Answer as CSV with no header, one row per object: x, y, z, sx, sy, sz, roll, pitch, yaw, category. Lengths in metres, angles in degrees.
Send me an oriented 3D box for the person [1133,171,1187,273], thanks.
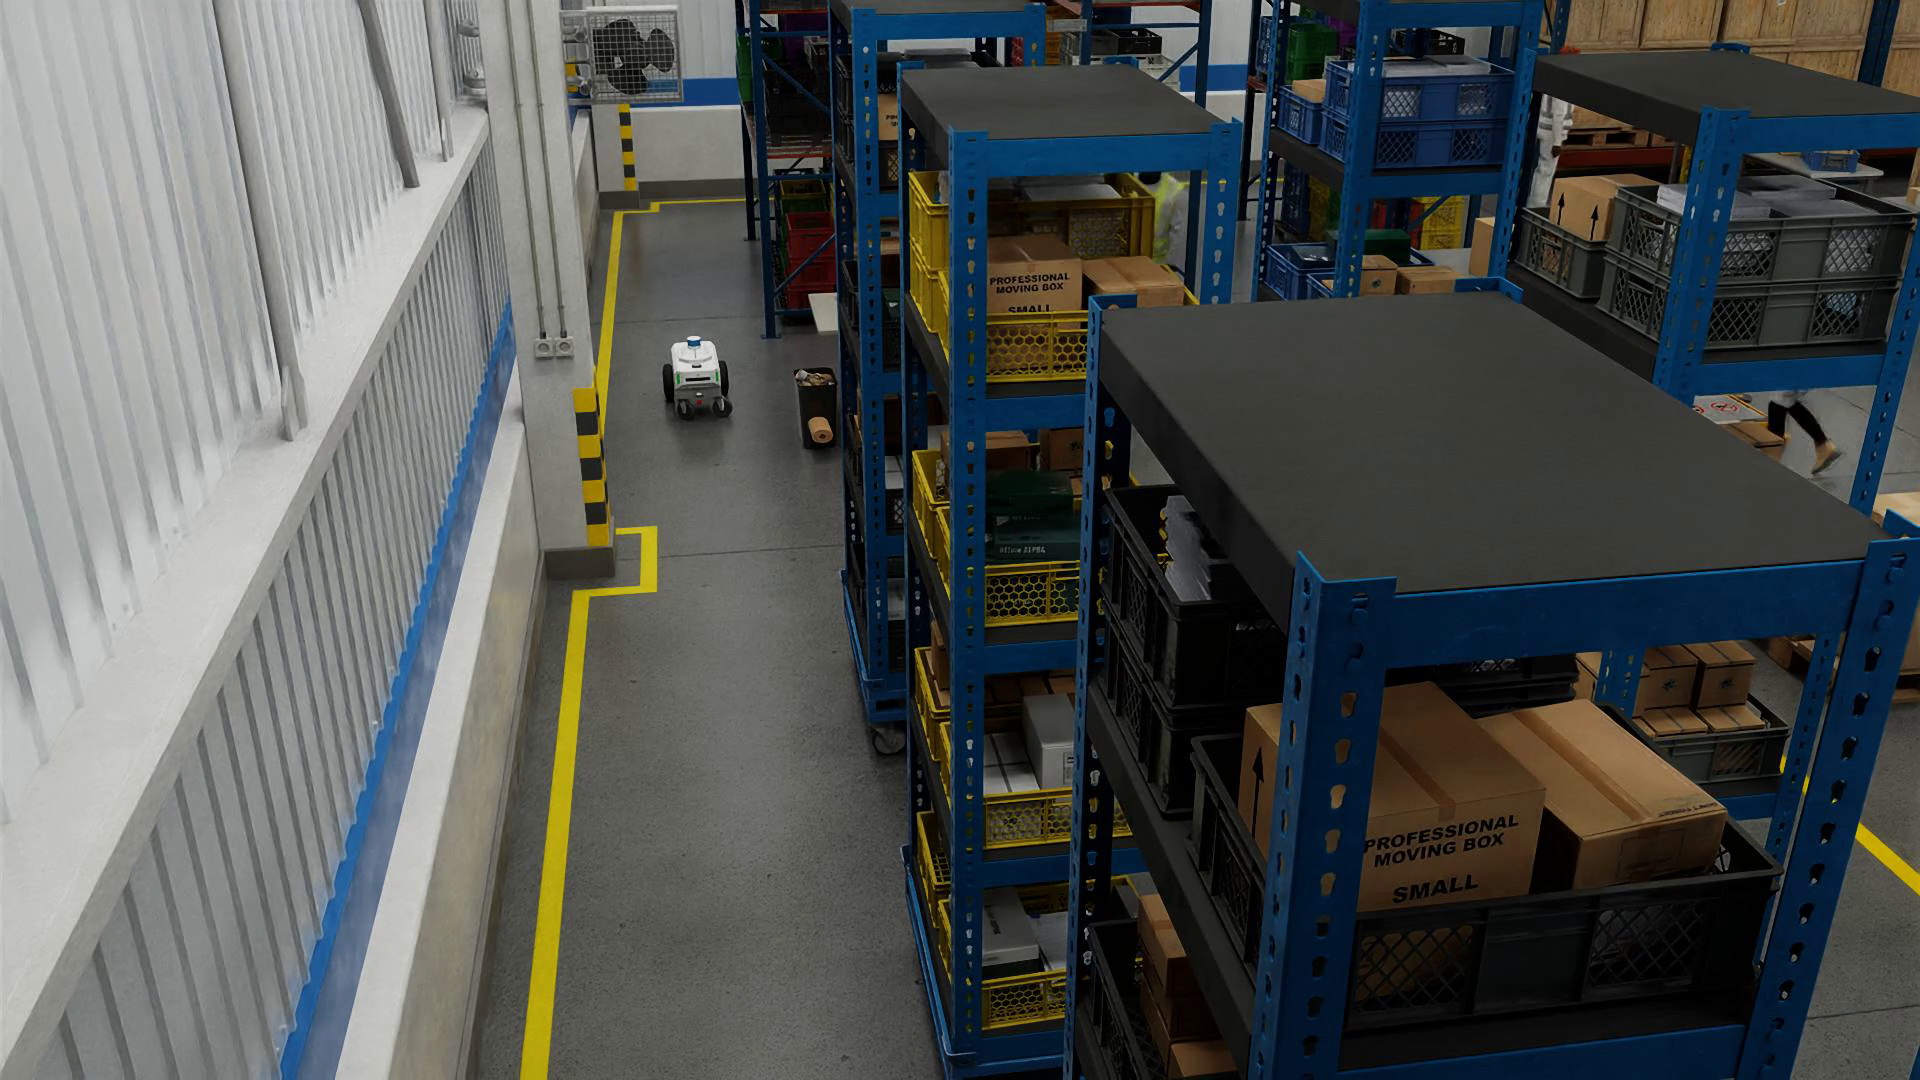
1.524,-2.391,13.682,0.663,1.783,0.923,8,26,16,person

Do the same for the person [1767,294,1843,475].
5.684,-1.189,11.162,0.599,1.680,0.543,16,29,31,person

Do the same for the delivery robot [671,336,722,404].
-2.012,-1.308,12.664,0.477,0.478,0.707,-5,25,-10,delivery robot

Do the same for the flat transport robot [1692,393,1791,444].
5.224,-0.859,12.132,1.431,0.197,0.652,-4,25,-8,flat transport robot

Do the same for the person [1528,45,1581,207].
6.297,-4.277,17.648,0.338,1.882,0.582,5,25,11,person
